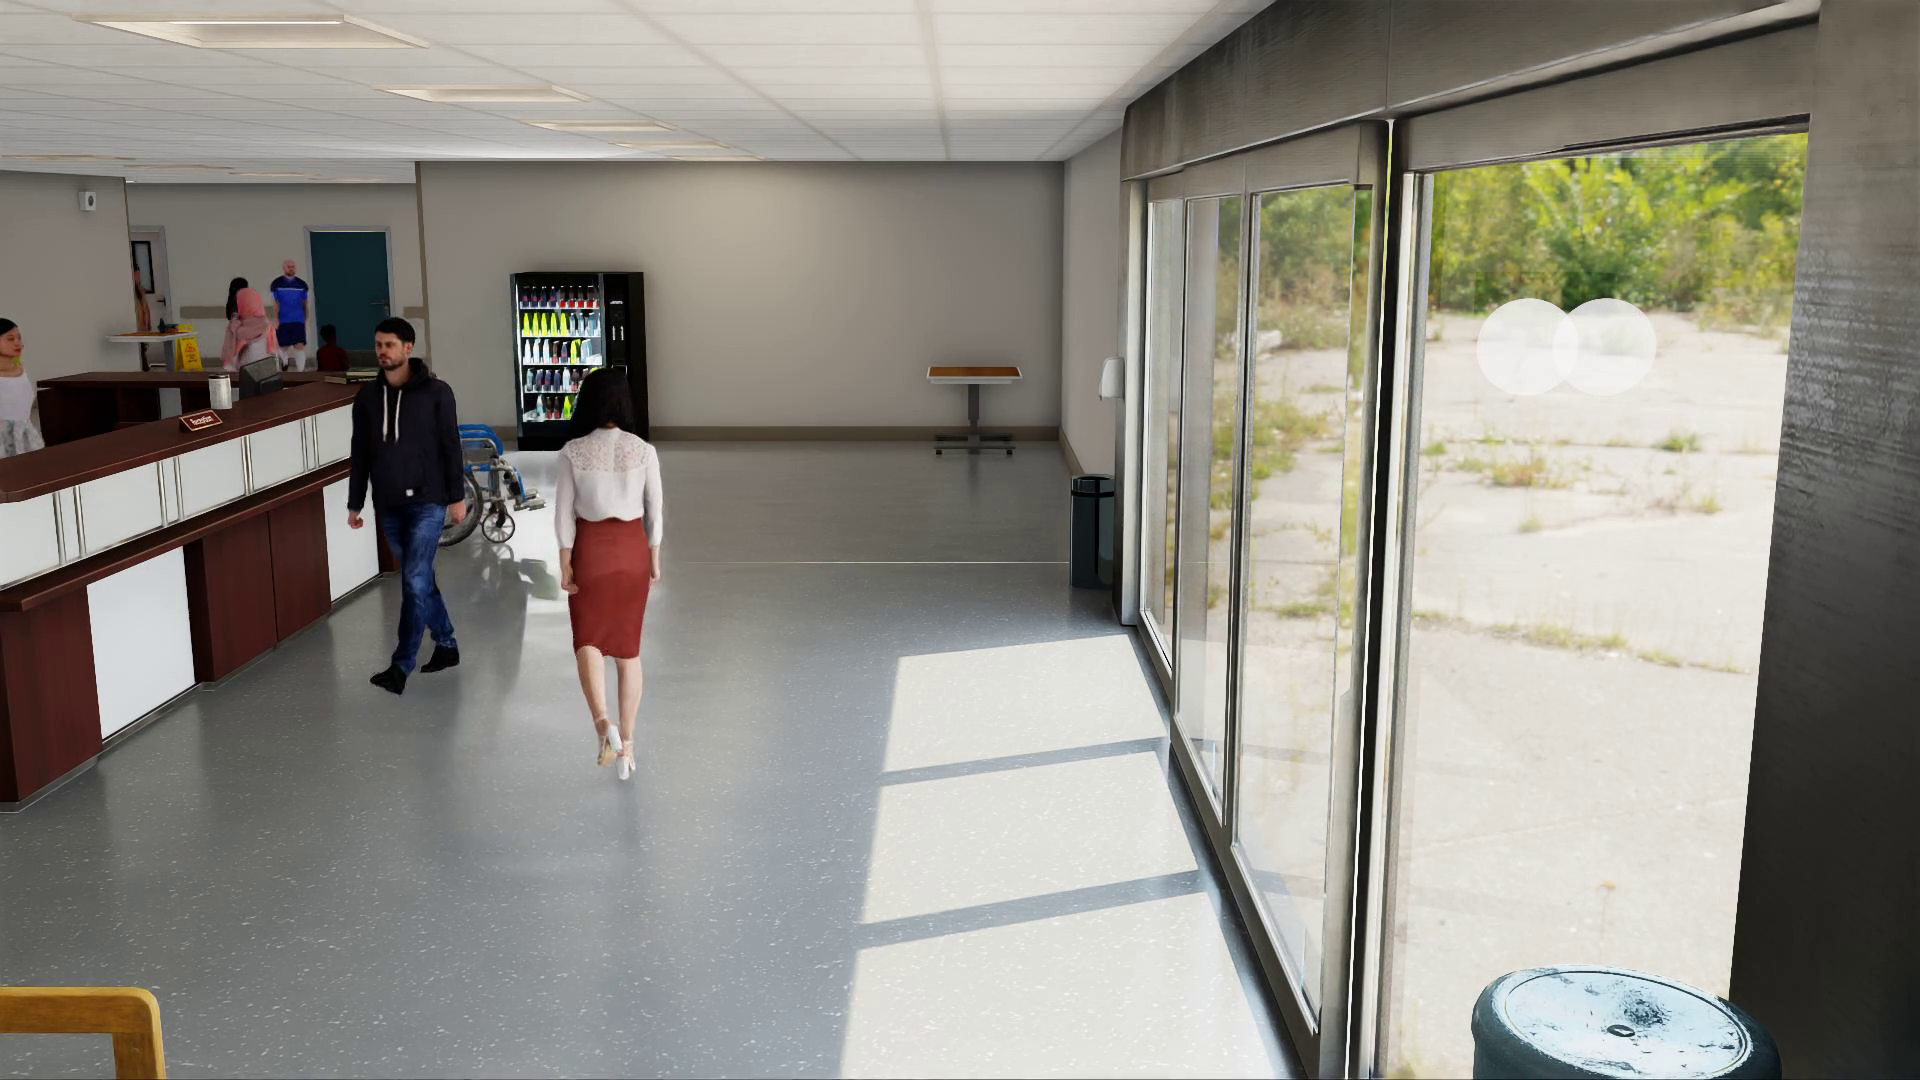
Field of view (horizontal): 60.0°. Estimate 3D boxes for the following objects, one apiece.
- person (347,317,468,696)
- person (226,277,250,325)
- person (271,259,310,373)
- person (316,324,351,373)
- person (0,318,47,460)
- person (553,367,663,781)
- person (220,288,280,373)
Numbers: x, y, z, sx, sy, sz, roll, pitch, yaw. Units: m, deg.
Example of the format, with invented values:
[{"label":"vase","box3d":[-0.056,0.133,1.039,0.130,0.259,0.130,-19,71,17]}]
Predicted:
[{"label":"person","box3d":[-2.733,-0.175,8.453,1.120,1.844,0.903,2,11,11]},{"label":"person","box3d":[-8.745,-2.300,20.072,0.898,1.687,0.834,-10,15,-44]},{"label":"person","box3d":[-9.862,-3.206,24.471,1.016,1.825,0.995,-6,12,-29]},{"label":"person","box3d":[-6.878,-1.728,18.251,0.732,1.241,0.642,2,11,9]},{"label":"person","box3d":[-5.877,-0.471,10.258,0.719,1.751,0.679,1,11,4]},{"label":"person","box3d":[-1.435,0.170,6.914,0.690,1.739,0.760,-3,11,-16]},{"label":"person","box3d":[-5.930,-1.214,14.156,1.235,1.758,0.939,4,12,21]}]
